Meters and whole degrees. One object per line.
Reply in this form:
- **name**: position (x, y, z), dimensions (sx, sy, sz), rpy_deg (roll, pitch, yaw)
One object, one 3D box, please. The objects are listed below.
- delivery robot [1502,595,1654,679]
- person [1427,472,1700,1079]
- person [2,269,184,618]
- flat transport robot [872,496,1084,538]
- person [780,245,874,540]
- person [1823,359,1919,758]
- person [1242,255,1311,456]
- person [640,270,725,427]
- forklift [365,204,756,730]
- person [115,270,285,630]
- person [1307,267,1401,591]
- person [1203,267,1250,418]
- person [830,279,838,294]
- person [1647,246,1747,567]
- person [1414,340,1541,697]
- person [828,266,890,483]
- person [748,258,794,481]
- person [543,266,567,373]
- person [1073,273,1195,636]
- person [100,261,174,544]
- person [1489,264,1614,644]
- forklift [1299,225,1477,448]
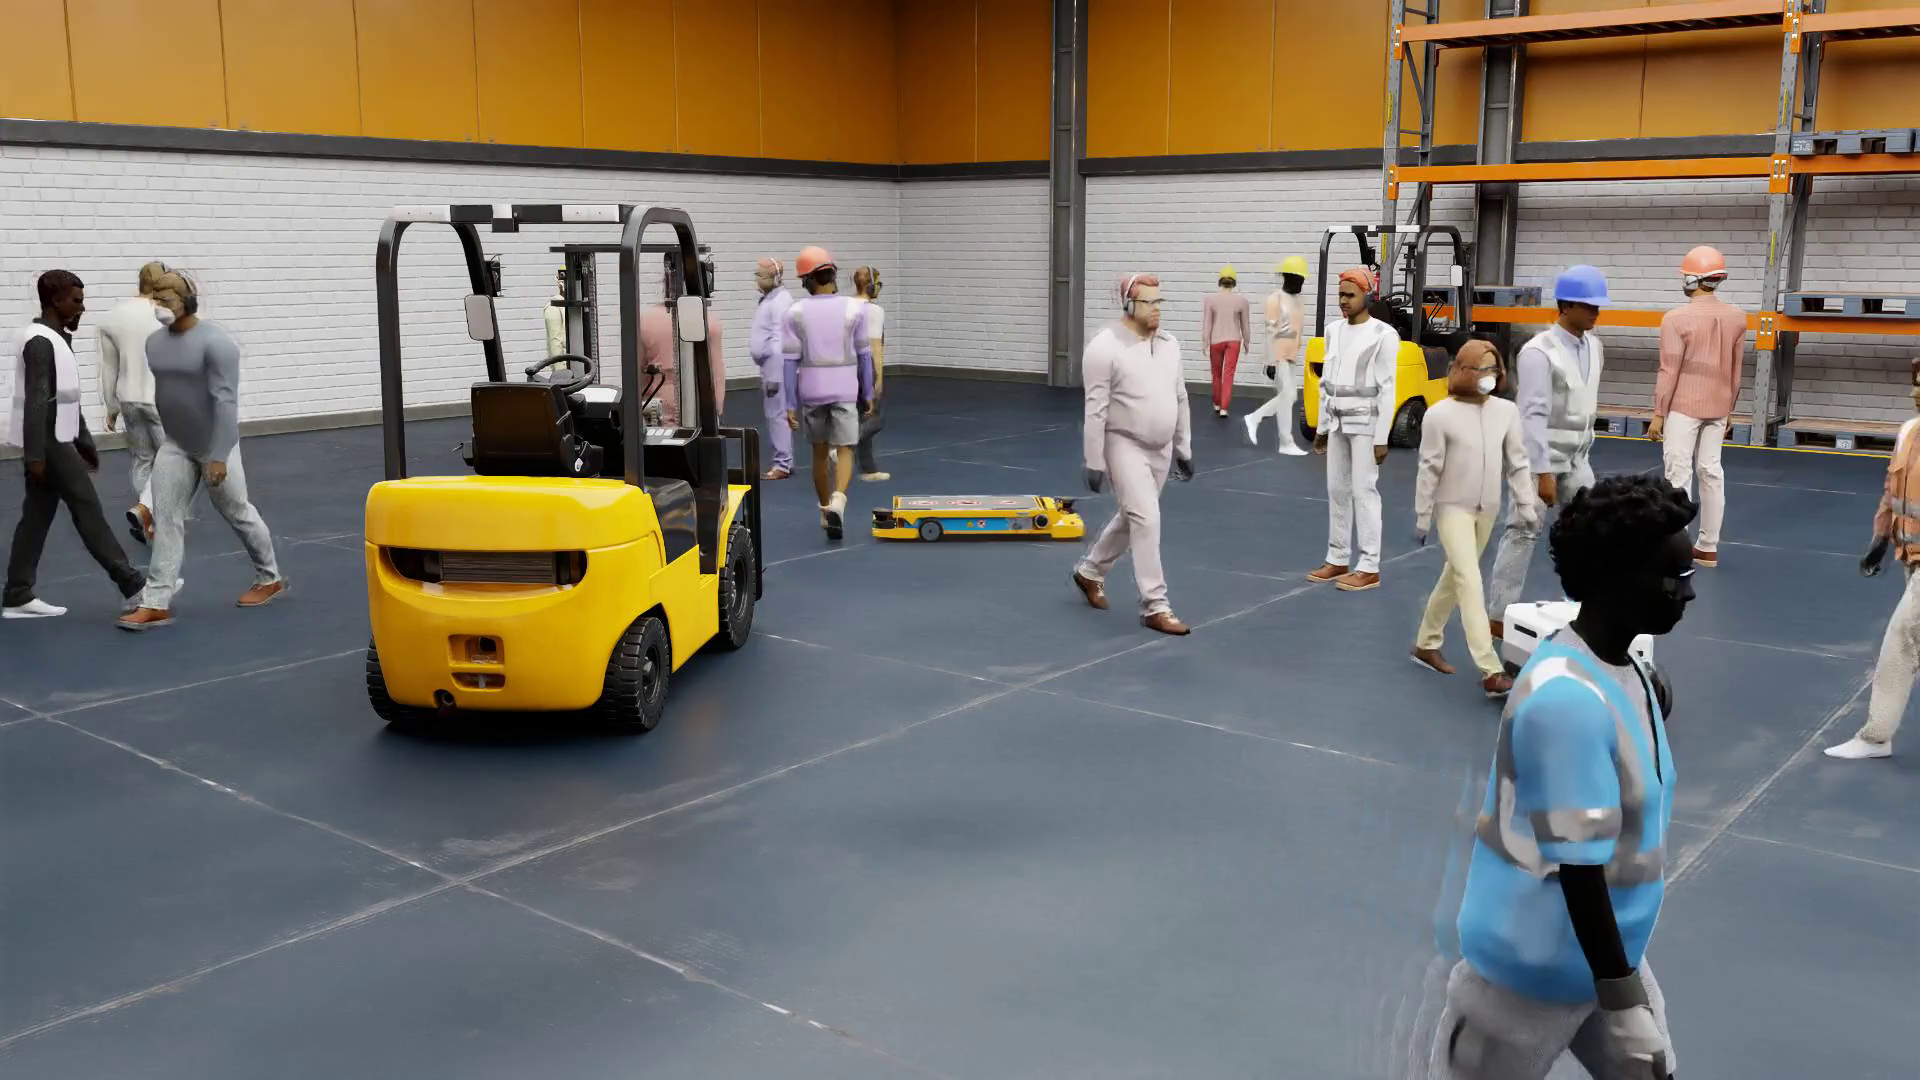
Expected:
- **delivery robot**: position (2.638, 0.437, 7.133), dimensions (0.477, 0.478, 0.707), rpy_deg (-2, 10, -11)
- **person**: position (1.093, 0.710, 2.839), dimensions (0.882, 1.650, 0.550), rpy_deg (7, 12, 34)
- **person**: position (-4.771, -0.516, 9.023), dimensions (0.975, 1.868, 0.608), rpy_deg (-5, 11, -24)
- **flat transport robot**: position (0.111, -0.167, 11.529), dimensions (1.431, 0.197, 0.652), rpy_deg (0, 10, -2)
- **person**: position (-0.902, -0.999, 11.370), dimensions (0.630, 2.002, 0.895), rpy_deg (0, 10, -2)
- **person**: position (3.873, 0.072, 6.512), dimensions (0.808, 1.606, 0.520), rpy_deg (0, 10, 2)
- **person**: position (3.034, -1.765, 15.883), dimensions (0.698, 1.900, 0.584), rpy_deg (8, 13, 39)
- **person**: position (-1.910, -0.932, 11.343), dimensions (0.653, 1.874, 0.879), rpy_deg (2, 10, 9)
- **forklift**: position (-1.766, -0.406, 7.525), dimensions (1.214, 2.155, 2.313), rpy_deg (1, 10, 7)
- **person**: position (-4.077, -0.493, 8.922), dimensions (0.636, 1.884, 1.030), rpy_deg (4, 11, 21)
- **person**: position (2.309, -0.644, 9.733), dimensions (0.346, 1.877, 0.585), rpy_deg (-5, 12, -27)
- **person**: position (3.091, -2.295, 19.303), dimensions (0.543, 1.712, 0.919), rpy_deg (2, 10, 11)
- **person**: position (-1.451, -2.068, 17.984), dimensions (0.295, 1.744, 0.484), rpy_deg (5, 11, 25)
- **person**: position (4.544, -0.808, 10.297), dimensions (0.612, 1.997, 0.375), rpy_deg (-4, 11, -19)
- **person**: position (2.338, -0.109, 7.542), dimensions (0.516, 1.585, 0.855), rpy_deg (-4, 11, -22)
- **person**: position (-0.846, -1.354, 13.808), dimensions (0.609, 1.830, 0.506), rpy_deg (-9, 14, -41)
- **person**: position (-1.608, -1.450, 14.201), dimensions (0.401, 1.884, 0.779), rpy_deg (-2, 10, -12)
- **person**: position (-3.554, -1.603, 15.195), dimensions (0.403, 1.825, 0.595), rpy_deg (3, 11, 15)
- **person**: position (0.919, -0.485, 8.870), dimensions (0.653, 1.870, 0.942), rpy_deg (-9, 13, -40)
- **person**: position (-5.338, -0.876, 10.939), dimensions (0.674, 1.905, 0.686), rpy_deg (0, 10, 0)
- **person**: position (2.977, -0.372, 8.115), dimensions (0.666, 1.909, 0.825), rpy_deg (-7, 13, -36)
- **forklift**: position (4.449, -2.115, 16.993), dimensions (1.214, 2.155, 2.313), rpy_deg (8, 13, 38)
